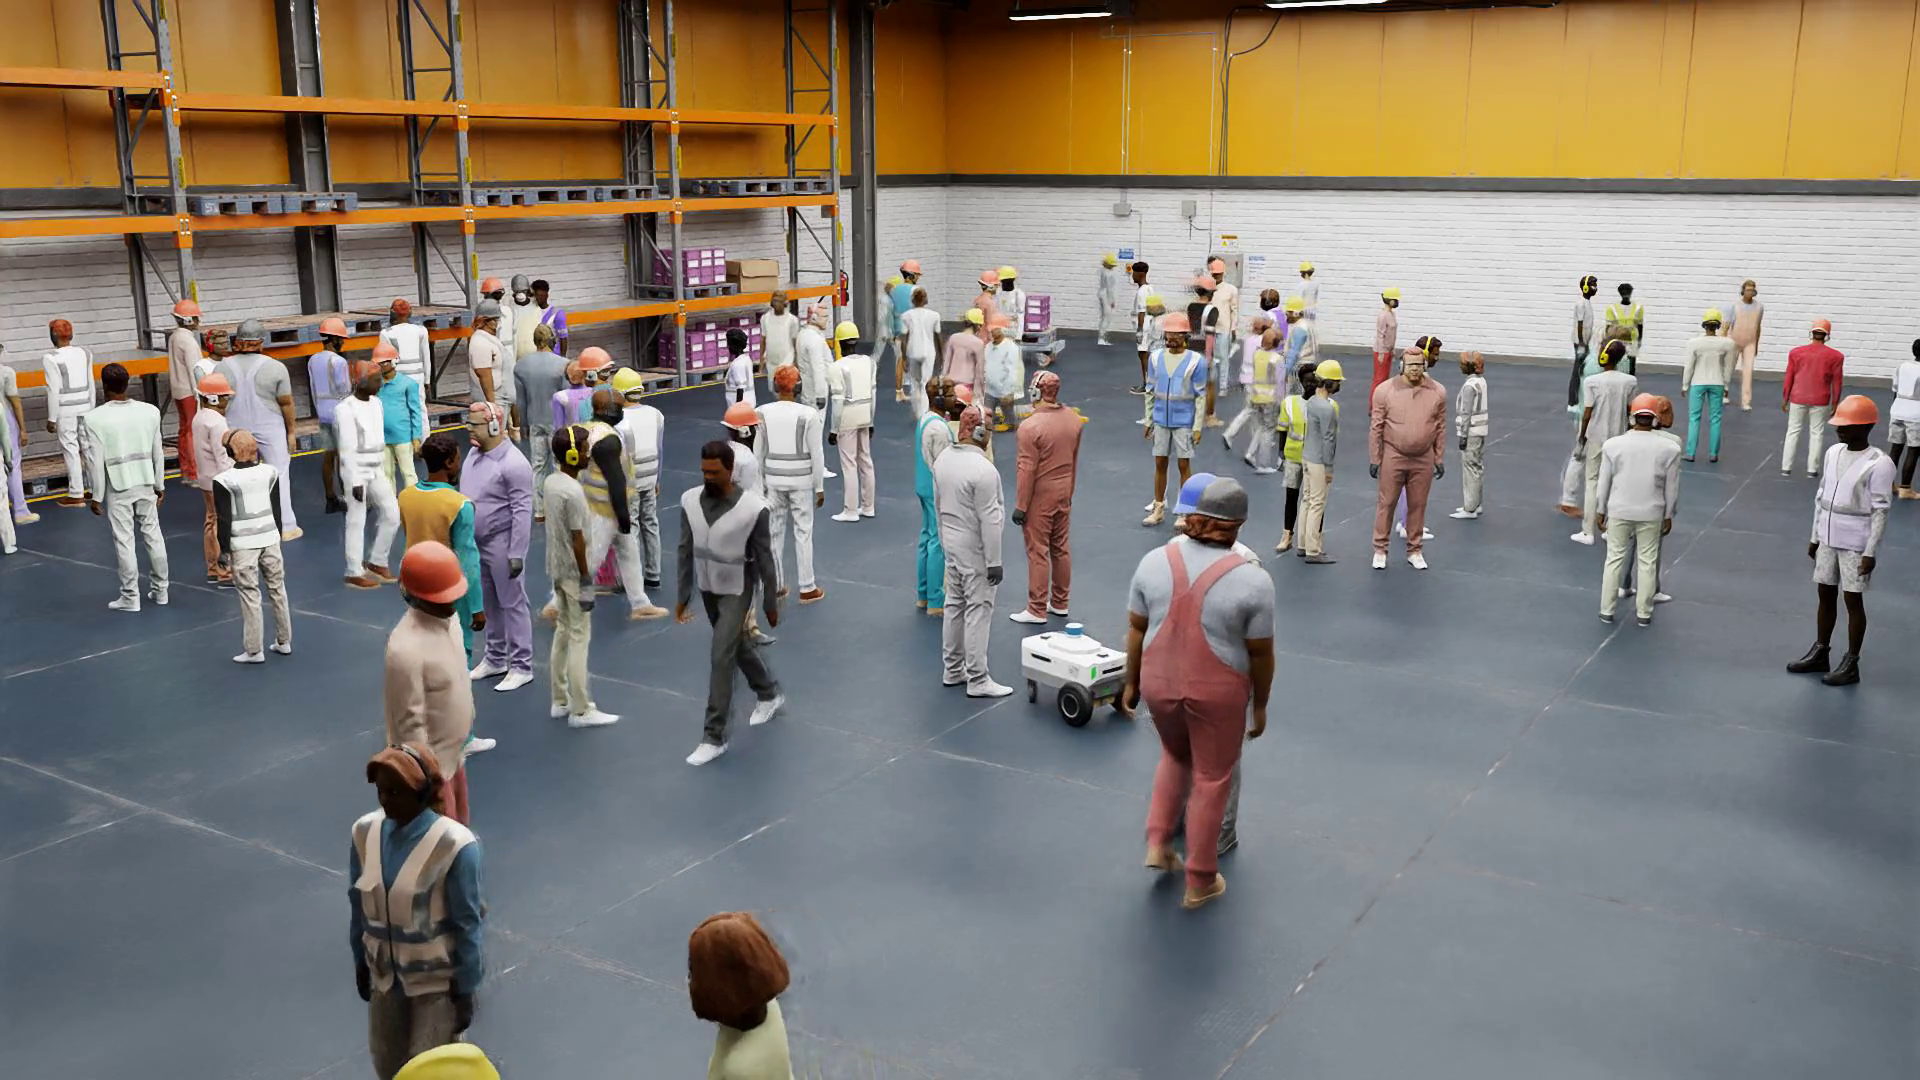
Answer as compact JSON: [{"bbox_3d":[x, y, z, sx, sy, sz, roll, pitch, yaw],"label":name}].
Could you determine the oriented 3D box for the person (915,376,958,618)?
[{"bbox_3d":[-0.170,-0.330,12.667,0.328,1.844,0.514,-4,14,-17],"label":"person"}]

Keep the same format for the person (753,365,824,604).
[{"bbox_3d":[-1.327,-0.428,13.020,0.575,1.878,0.355,4,14,16],"label":"person"}]

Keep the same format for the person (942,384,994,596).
[{"bbox_3d":[-0.004,-0.333,12.892,0.562,1.746,0.335,3,13,11],"label":"person"}]

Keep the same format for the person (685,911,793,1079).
[{"bbox_3d":[-0.609,1.724,4.289,0.811,1.591,0.519,-3,13,-11],"label":"person"}]

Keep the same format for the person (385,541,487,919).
[{"bbox_3d":[-2.209,0.913,7.070,0.443,1.942,0.794,-1,13,-4],"label":"person"}]

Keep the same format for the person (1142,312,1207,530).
[{"bbox_3d":[2.007,-1.119,15.647,0.605,2.048,0.365,7,15,29],"label":"person"}]

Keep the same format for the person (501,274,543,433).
[{"bbox_3d":[-5.440,-2.306,20.809,0.688,2.000,0.536,-3,13,-15],"label":"person"}]

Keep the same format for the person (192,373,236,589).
[{"bbox_3d":[-6.016,-0.487,13.549,0.343,1.749,0.571,-10,17,-38],"label":"person"}]

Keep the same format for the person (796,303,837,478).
[{"bbox_3d":[-1.566,-1.640,18.222,0.400,1.905,0.644,-4,14,-17],"label":"person"}]

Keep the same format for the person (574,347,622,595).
[{"bbox_3d":[-2.856,-0.553,13.325,0.407,1.987,0.614,6,14,23],"label":"person"}]

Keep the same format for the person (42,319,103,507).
[{"bbox_3d":[-8.907,-1.272,16.667,0.345,1.882,0.584,4,13,16],"label":"person"}]

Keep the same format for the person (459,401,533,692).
[{"bbox_3d":[-3.072,0.038,10.932,0.639,1.911,0.406,12,17,41],"label":"person"}]

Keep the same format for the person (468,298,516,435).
[{"bbox_3d":[-4.792,-1.480,17.225,0.538,2.000,0.684,-3,13,-12],"label":"person"}]

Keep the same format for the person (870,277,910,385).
[{"bbox_3d":[-1.034,-3.164,25.350,0.900,1.663,0.566,5,14,22],"label":"person"}]

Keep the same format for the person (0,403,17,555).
[{"bbox_3d":[-8.546,-0.650,14.506,0.522,1.640,0.306,-10,16,-37],"label":"person"}]

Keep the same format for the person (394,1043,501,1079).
[{"bbox_3d":[-1.030,1.844,3.428,0.337,1.762,0.522,-6,14,-23],"label":"person"}]

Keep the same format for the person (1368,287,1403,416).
[{"bbox_3d":[5.755,-2.533,22.420,0.351,1.756,0.518,8,15,30],"label":"person"}]

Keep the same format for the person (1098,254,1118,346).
[{"bbox_3d":[2.746,-4.477,30.989,0.354,1.699,0.624,-2,13,-8],"label":"person"}]

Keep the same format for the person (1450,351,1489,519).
[{"bbox_3d":[4.958,-1.021,16.141,0.318,1.630,0.513,7,15,27],"label":"person"}]

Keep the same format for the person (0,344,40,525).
[{"bbox_3d":[-9.113,-1.048,15.778,0.514,1.845,0.339,0,13,2],"label":"person"}]

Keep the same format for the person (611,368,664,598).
[{"bbox_3d":[-2.609,-0.455,13.233,0.404,1.833,0.589,8,15,32],"label":"person"}]

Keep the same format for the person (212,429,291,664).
[{"bbox_3d":[-4.892,0.044,11.491,0.314,1.642,0.515,8,15,30],"label":"person"}]

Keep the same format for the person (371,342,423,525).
[{"bbox_3d":[-5.380,-0.998,15.761,0.575,1.749,0.335,3,13,14],"label":"person"}]

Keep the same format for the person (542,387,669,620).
[{"bbox_3d":[-2.693,-0.239,12.381,0.926,1.805,0.620,-4,14,-17],"label":"person"}]

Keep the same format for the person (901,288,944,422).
[{"bbox_3d":[-0.489,-2.373,21.635,0.529,1.793,0.956,1,13,6],"label":"person"}]

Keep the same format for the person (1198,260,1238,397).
[{"bbox_3d":[3.742,-3.090,24.314,0.626,1.991,0.393,6,14,23],"label":"person"}]

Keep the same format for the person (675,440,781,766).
[{"bbox_3d":[-1.363,0.308,9.904,0.569,1.862,1.040,8,15,31],"label":"person"}]

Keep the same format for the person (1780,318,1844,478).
[{"bbox_3d":[9.316,-1.553,18.202,0.577,1.738,0.354,7,15,27],"label":"person"}]

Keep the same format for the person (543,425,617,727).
[{"bbox_3d":[-2.377,0.219,10.236,0.312,1.868,0.532,-8,15,-33],"label":"person"}]

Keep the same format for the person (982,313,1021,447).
[{"bbox_3d":[0.494,-1.745,19.060,0.775,1.729,0.567,-12,17,-41],"label":"person"}]

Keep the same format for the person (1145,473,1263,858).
[{"bbox_3d":[1.216,0.620,8.320,0.395,1.945,0.618,-11,17,-40],"label":"person"}]

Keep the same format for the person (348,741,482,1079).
[{"bbox_3d":[-1.771,1.433,5.519,0.529,1.619,0.660,6,14,23],"label":"person"}]

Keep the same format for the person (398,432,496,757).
[{"bbox_3d":[-3.017,0.326,9.683,0.593,1.911,0.381,9,16,33],"label":"person"}]

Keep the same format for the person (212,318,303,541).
[{"bbox_3d":[-6.383,-1.002,15.153,0.687,2.000,0.535,-1,13,-5],"label":"person"}]

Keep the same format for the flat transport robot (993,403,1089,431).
[{"bbox_3d":[0.909,-1.619,21.708,1.431,0.197,0.652,-7,15,-29],"label":"flat transport robot"}]

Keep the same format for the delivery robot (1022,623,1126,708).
[{"bbox_3d":[0.715,0.770,10.515,0.477,0.478,0.707,-11,17,-39],"label":"delivery robot"}]

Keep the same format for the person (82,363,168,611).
[{"bbox_3d":[-6.412,-0.405,12.832,0.391,1.919,0.591,8,15,32],"label":"person"}]

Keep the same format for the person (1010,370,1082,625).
[{"bbox_3d":[0.621,-0.319,12.485,0.410,1.909,0.643,11,17,40],"label":"person"}]

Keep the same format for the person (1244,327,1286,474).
[{"bbox_3d":[3.399,-1.527,18.325,0.370,1.623,0.547,-7,15,-28],"label":"person"}]

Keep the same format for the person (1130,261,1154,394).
[{"bbox_3d":[2.700,-3.141,24.626,0.385,1.957,0.603,3,13,11],"label":"person"}]

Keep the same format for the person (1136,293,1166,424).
[{"bbox_3d":[2.605,-2.348,21.673,0.516,1.723,0.496,1,13,3],"label":"person"}]
